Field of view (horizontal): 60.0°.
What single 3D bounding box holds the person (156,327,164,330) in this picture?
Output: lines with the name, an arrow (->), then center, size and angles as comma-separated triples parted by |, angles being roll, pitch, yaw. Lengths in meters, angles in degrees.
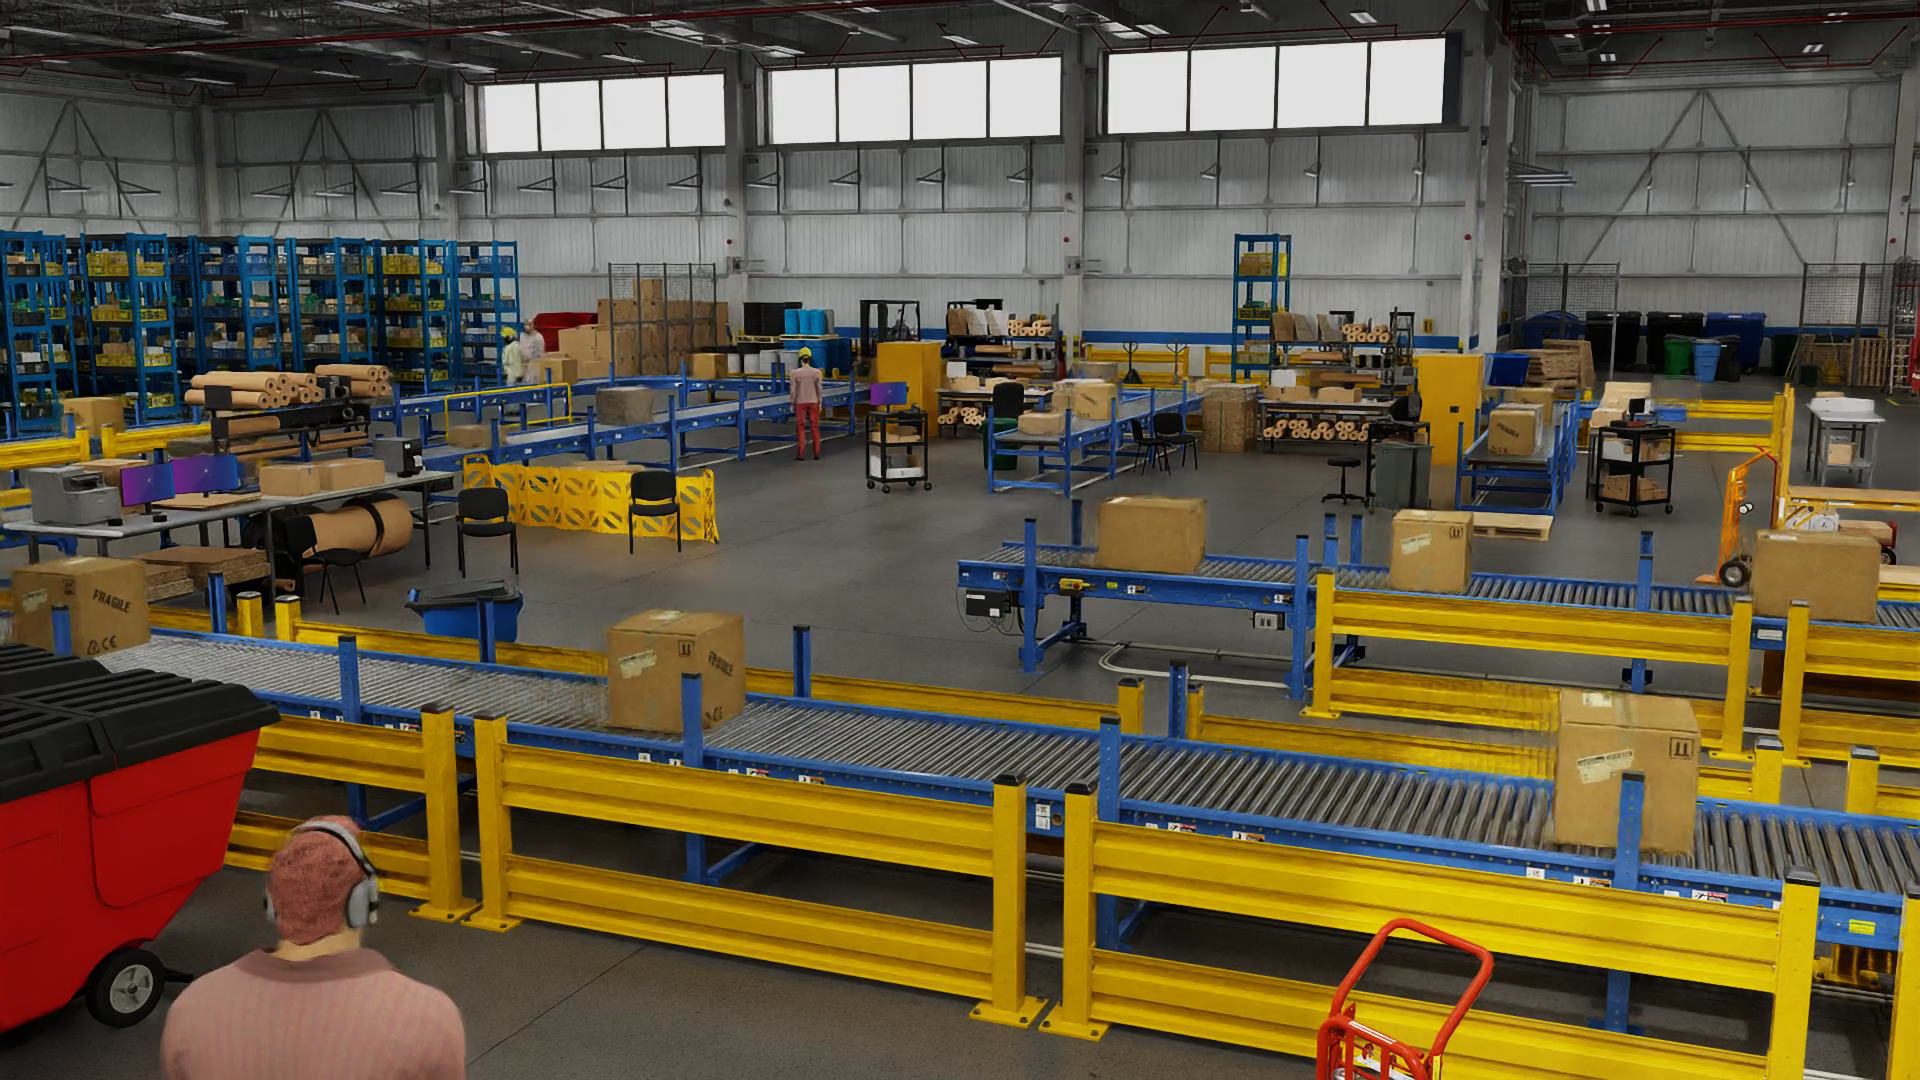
person -> -17.912, -4.018, 37.270 | 0.573, 1.831, 0.398 | -7, 11, -35

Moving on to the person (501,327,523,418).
person -> -9.026, -3.340, 33.241 | 0.657, 1.809, 0.615 | -5, 11, -28

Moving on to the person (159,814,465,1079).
person -> -1.318, 1.518, 3.538 | 0.641, 1.898, 0.395 | 1, 9, 4

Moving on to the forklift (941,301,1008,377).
forklift -> 0.365, -4.966, 41.571 | 1.157, 1.987, 2.680 | 3, 10, 20

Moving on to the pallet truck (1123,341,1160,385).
pallet truck -> 4.445, -4.380, 41.279 | 0.680, 1.201, 1.601 | 4, 10, 22

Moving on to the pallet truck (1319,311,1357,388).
pallet truck -> 9.071, -4.419, 39.190 | 0.823, 1.965, 1.885 | 5, 10, 26

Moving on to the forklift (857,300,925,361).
forklift -> -1.732, -5.109, 42.468 | 1.157, 1.987, 2.680 | 4, 10, 22

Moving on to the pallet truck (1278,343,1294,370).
pallet truck -> 7.886, -4.163, 39.743 | 0.653, 1.274, 1.630 | 4, 10, 22

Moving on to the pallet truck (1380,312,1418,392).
pallet truck -> 10.207, -4.283, 38.369 | 0.823, 1.965, 1.885 | 3, 10, 20

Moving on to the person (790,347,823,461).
person -> -2.398, -2.116, 25.941 | 0.522, 1.769, 0.310 | -3, 10, -20

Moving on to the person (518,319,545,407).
person -> -9.312, -3.794, 35.737 | 0.648, 1.884, 0.722 | 7, 12, 37

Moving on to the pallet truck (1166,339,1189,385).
pallet truck -> 5.418, -4.269, 40.420 | 0.704, 1.261, 1.522 | 3, 10, 20
